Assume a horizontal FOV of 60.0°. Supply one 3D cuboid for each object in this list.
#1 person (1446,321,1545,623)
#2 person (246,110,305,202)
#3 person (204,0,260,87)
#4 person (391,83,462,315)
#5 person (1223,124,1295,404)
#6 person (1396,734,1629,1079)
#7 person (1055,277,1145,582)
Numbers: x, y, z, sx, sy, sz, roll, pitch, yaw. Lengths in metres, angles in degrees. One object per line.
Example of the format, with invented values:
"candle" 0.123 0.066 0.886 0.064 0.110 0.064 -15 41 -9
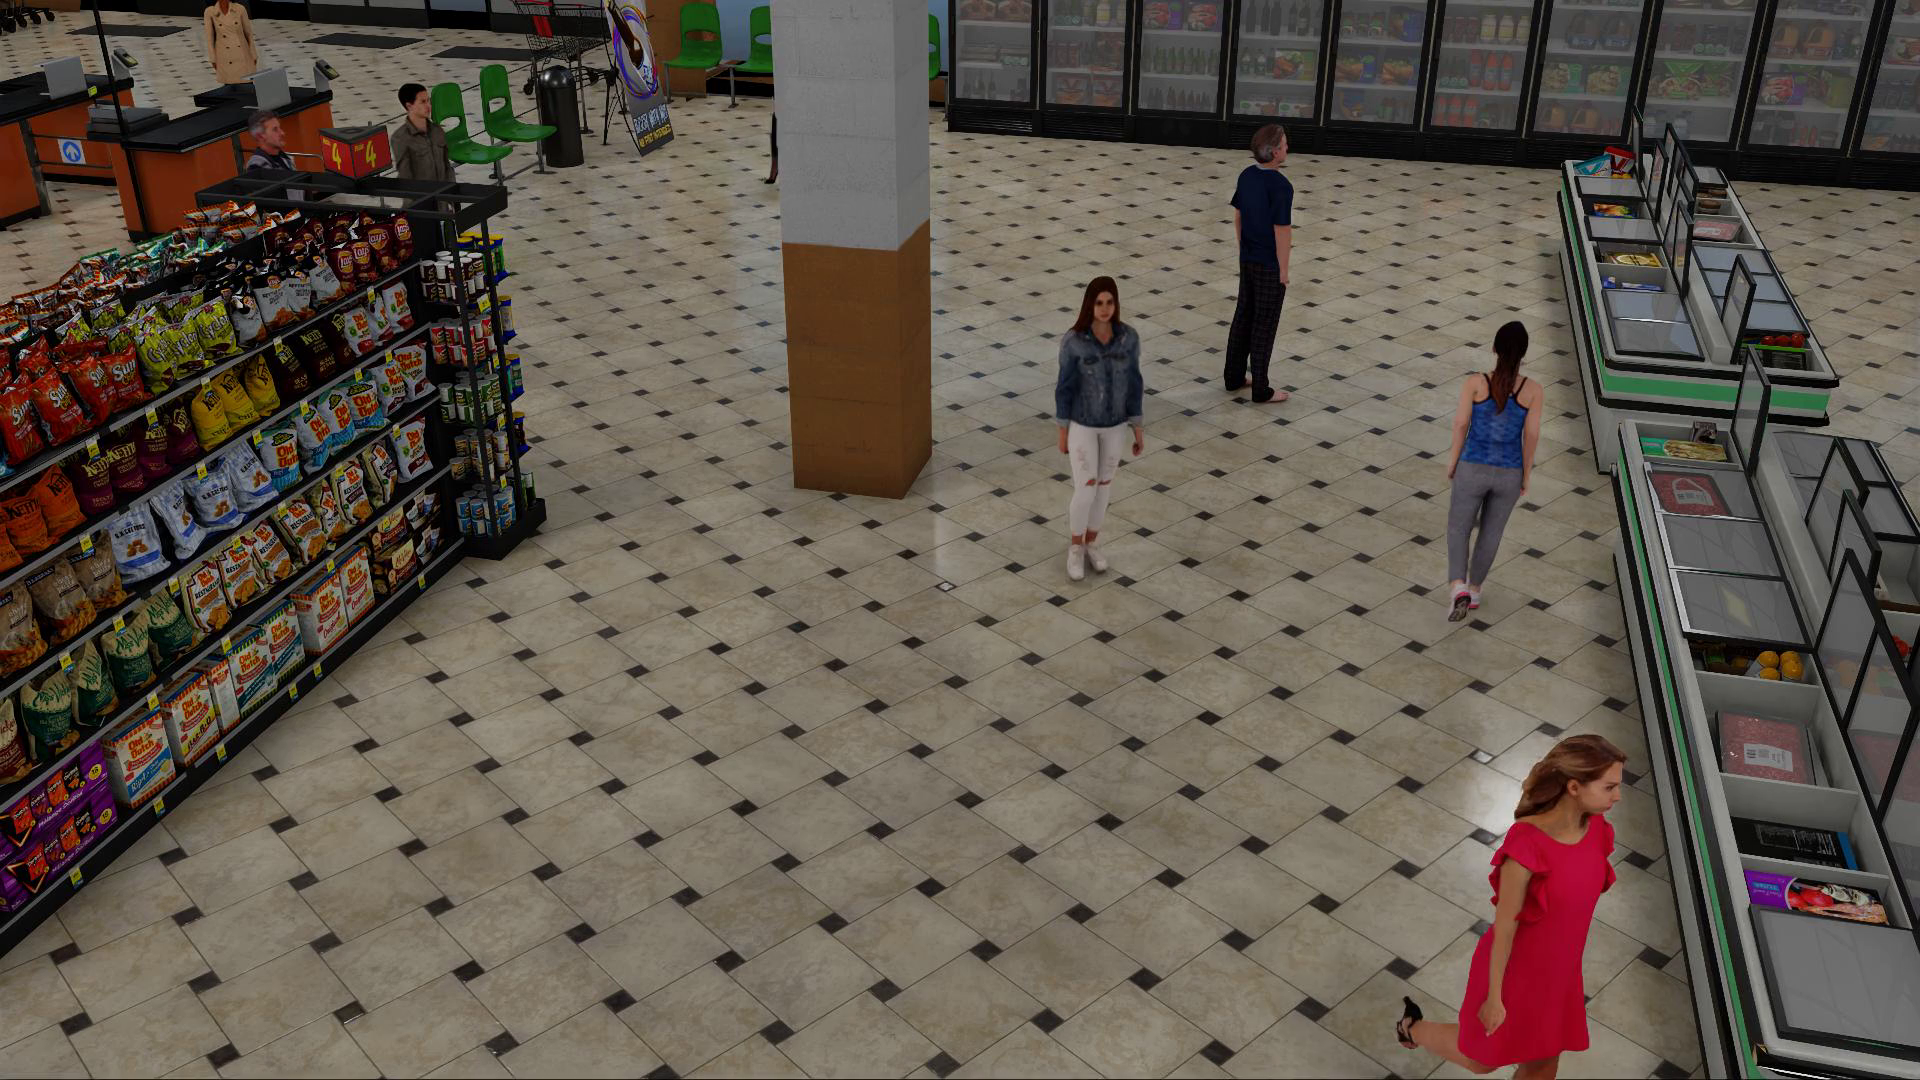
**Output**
"person" 2.678 -0.306 8.435 0.556 1.596 0.883 7 28 14
"person" -4.783 -2.114 11.742 0.812 1.829 0.618 -1 27 -2
"person" -7.866 -5.219 18.029 0.719 1.681 0.743 -11 29 -20
"person" -3.984 -2.465 12.398 0.800 1.862 0.591 12 29 23
"person" 2.031 -1.857 11.190 0.784 1.871 0.723 -15 30 -26
"person" 1.689 1.295 5.171 0.925 1.692 1.033 -11 29 -20
"person" 0.717 -0.635 8.982 0.725 1.689 0.754 -8 28 -15
